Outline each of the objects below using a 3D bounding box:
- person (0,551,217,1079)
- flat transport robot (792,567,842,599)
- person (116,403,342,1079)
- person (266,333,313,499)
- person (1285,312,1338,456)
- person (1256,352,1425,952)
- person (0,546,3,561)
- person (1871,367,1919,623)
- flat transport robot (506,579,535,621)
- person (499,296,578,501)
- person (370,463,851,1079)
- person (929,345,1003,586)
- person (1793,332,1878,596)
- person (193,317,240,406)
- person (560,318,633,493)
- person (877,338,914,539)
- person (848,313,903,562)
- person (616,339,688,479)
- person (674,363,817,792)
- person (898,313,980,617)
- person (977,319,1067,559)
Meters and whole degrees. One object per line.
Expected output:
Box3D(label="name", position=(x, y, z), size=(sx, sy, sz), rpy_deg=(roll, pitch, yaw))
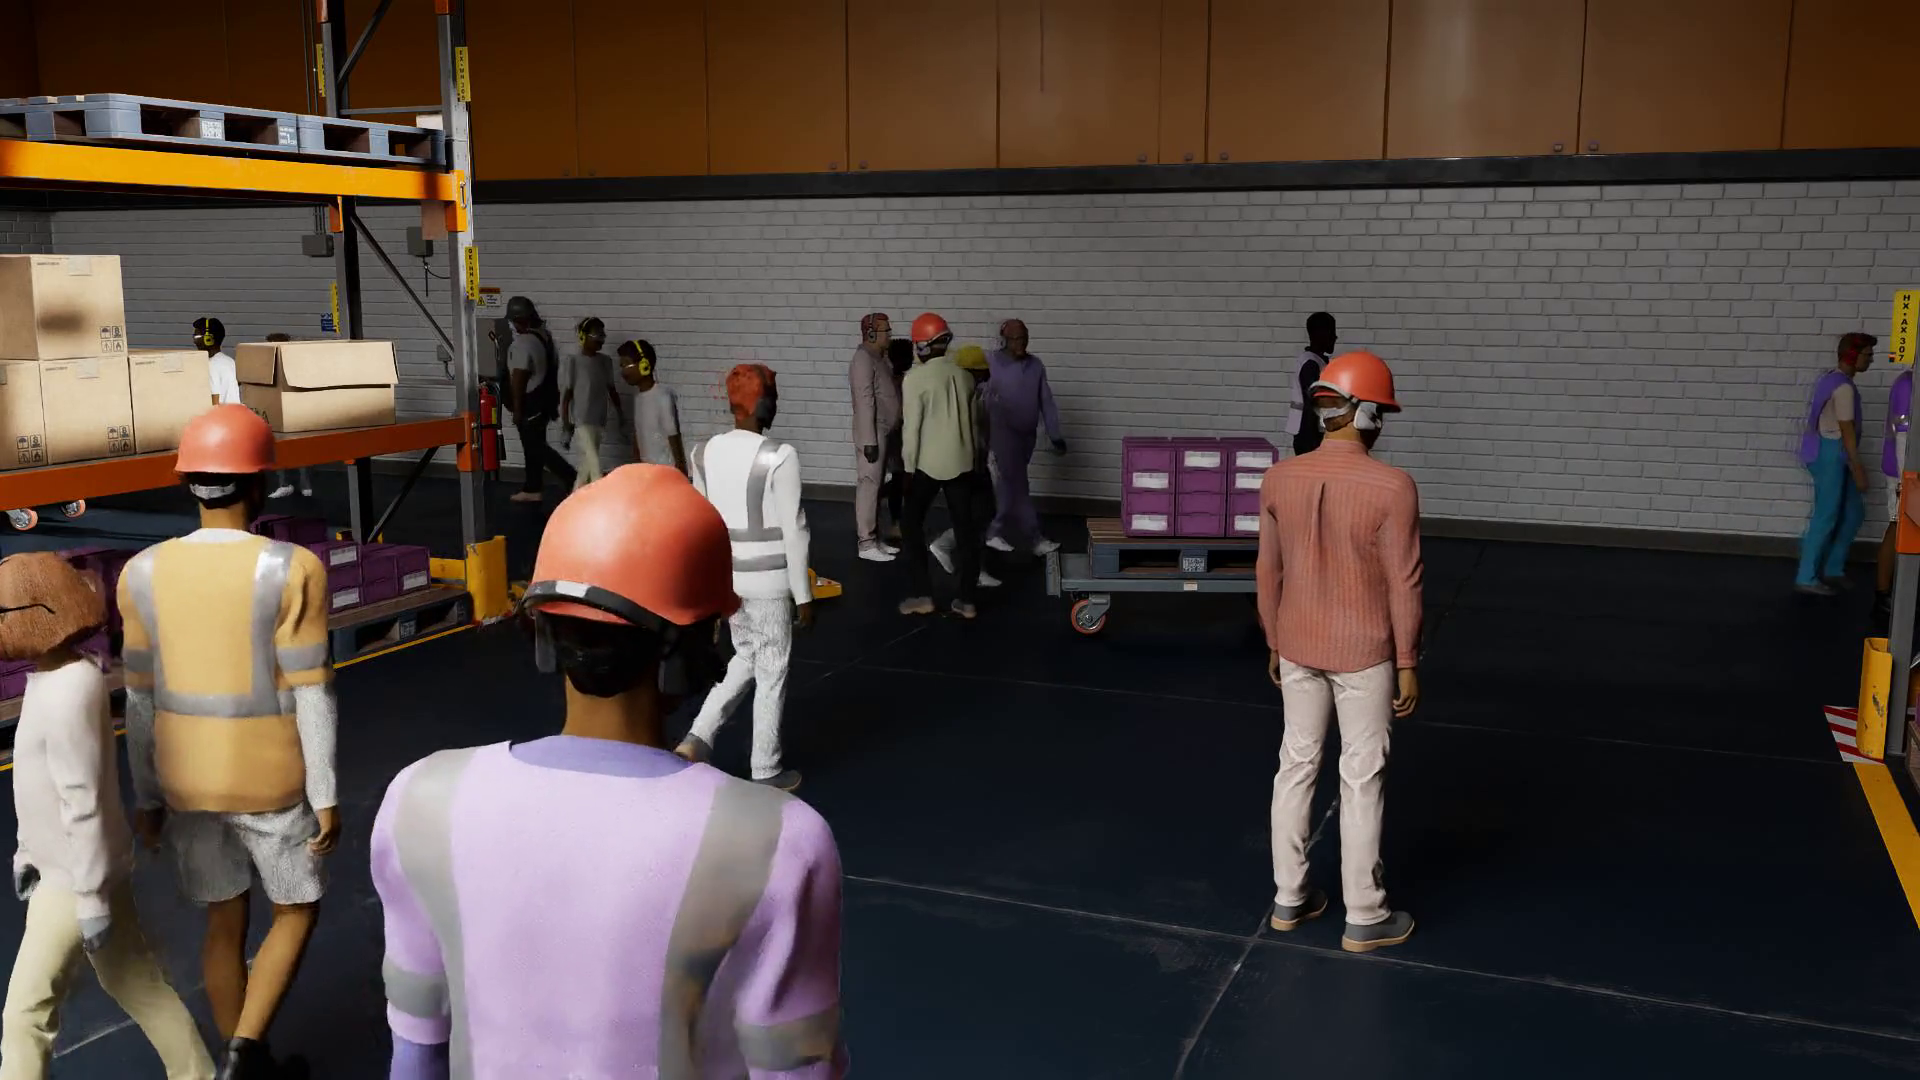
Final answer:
Box3D(label="person", position=(-2.209, 0.817, 4.047), size=(0.771, 1.588, 0.509), rpy_deg=(-5, 11, -27))
Box3D(label="flat transport robot", position=(-1.579, 0.298, 11.186), size=(1.431, 0.197, 0.652), rpy_deg=(-6, 11, -31))
Box3D(label="person", position=(-1.871, 0.620, 4.243), size=(0.562, 1.923, 0.602), rpy_deg=(1, 9, 3))
Box3D(label="person", position=(-6.616, -1.204, 16.235), size=(0.520, 1.618, 0.511), rpy_deg=(-1, 9, -9))
Box3D(label="person", position=(2.709, -0.803, 12.885), size=(0.379, 1.915, 0.591), rpy_deg=(2, 10, 13))
Box3D(label="person", position=(1.280, 0.370, 5.567), size=(0.609, 1.985, 0.392), rpy_deg=(9, 13, 44))
Box3D(label="person", position=(-6.426, -0.376, 10.755), size=(0.525, 1.769, 0.313), rpy_deg=(8, 12, 41))
Box3D(label="person", position=(6.118, -0.444, 10.649), size=(0.373, 1.933, 0.551), rpy_deg=(7, 12, 36))
Box3D(label="flat transport robot", position=(-2.318, 0.424, 10.425), size=(0.652, 0.197, 1.431), rpy_deg=(-6, 11, -31))
Box3D(label="person", position=(-3.945, -1.337, 15.743), size=(0.837, 2.000, 0.693), rpy_deg=(1, 9, 8))
Box3D(label="person", position=(-0.448, 0.916, 2.143), size=(0.628, 2.024, 0.527), rpy_deg=(2, 10, 10))
Box3D(label="person", position=(0.057, -0.526, 11.779), size=(0.466, 1.712, 0.497), rpy_deg=(2, 10, 13))
Box3D(label="person", position=(6.040, -0.507, 11.385), size=(0.554, 1.821, 0.581), rpy_deg=(4, 10, 25))
Box3D(label="person", position=(-5.937, -0.853, 13.371), size=(0.323, 1.862, 0.511), rpy_deg=(-1, 9, -9))
Box3D(label="person", position=(-3.054, -0.962, 14.114), size=(0.950, 1.821, 0.535), rpy_deg=(7, 11, 35))
Box3D(label="person", position=(-0.581, -0.851, 13.880), size=(0.553, 1.679, 0.542), rpy_deg=(5, 11, 27))
Box3D(label="person", position=(-0.643, -0.798, 12.885), size=(0.407, 1.909, 0.638), rpy_deg=(1, 9, 4))
Box3D(label="person", position=(-1.913, -0.356, 10.507), size=(0.912, 1.812, 0.595), rpy_deg=(-5, 10, -26))
Box3D(label="person", position=(-0.895, 0.197, 6.970), size=(0.580, 1.868, 0.511), rpy_deg=(8, 12, 39))
Box3D(label="person", position=(-0.132, -0.471, 10.759), size=(0.642, 1.965, 0.550), rpy_deg=(-8, 12, -41))
Box3D(label="person", position=(0.487, -0.777, 12.913), size=(1.022, 1.847, 0.650), rpy_deg=(9, 13, 44))
